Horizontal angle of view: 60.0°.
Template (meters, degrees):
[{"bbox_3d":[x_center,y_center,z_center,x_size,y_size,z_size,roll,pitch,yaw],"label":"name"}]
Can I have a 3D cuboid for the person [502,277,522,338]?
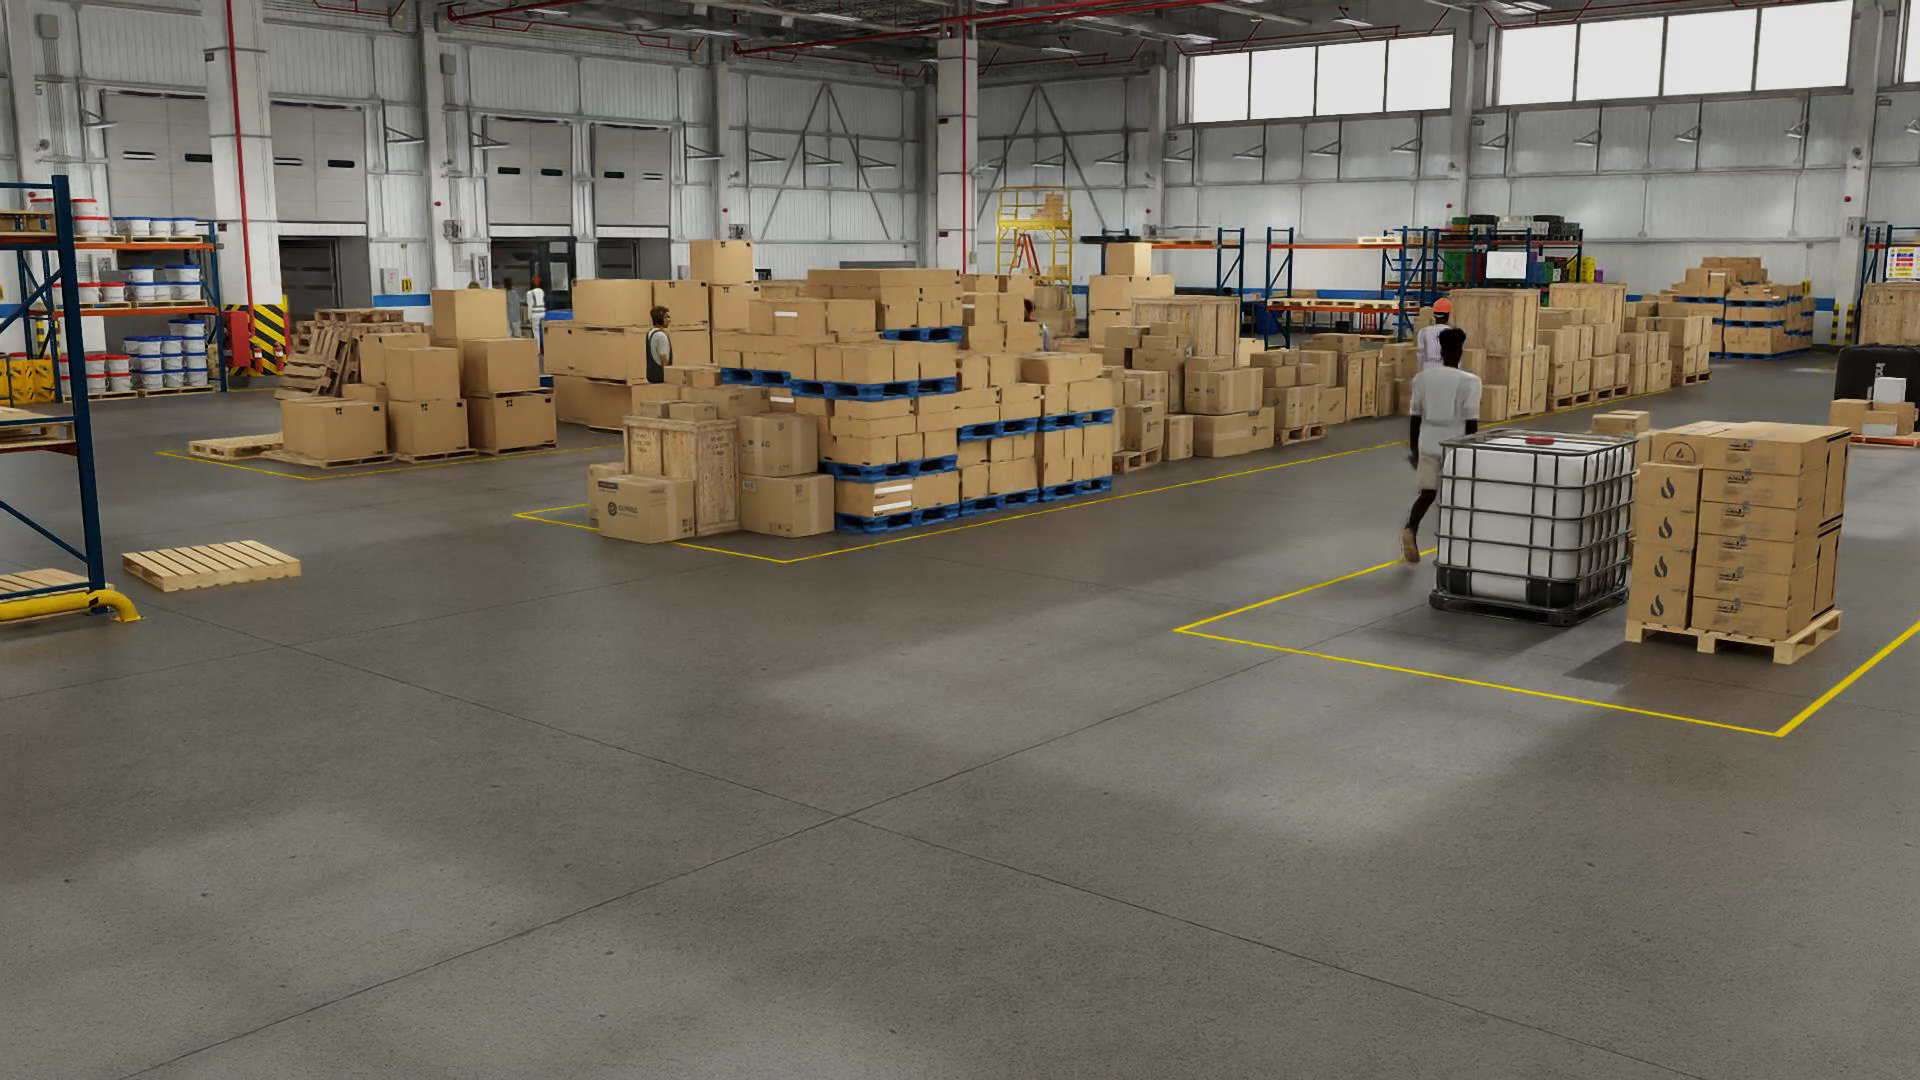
[{"bbox_3d":[-9.808,-4.708,35.951,0.921,1.901,0.661,0,10,2],"label":"person"}]

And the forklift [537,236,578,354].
[{"bbox_3d":[-9.433,-5.765,39.215,1.873,2.768,1.129,8,13,40],"label":"forklift"}]

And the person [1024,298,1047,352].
[{"bbox_3d":[0.928,-2.228,21.892,0.606,1.897,0.615,9,13,42],"label":"person"}]

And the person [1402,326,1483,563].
[{"bbox_3d":[3.847,-0.743,13.322,0.603,1.941,0.797,8,13,38],"label":"person"}]

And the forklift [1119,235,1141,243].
[{"bbox_3d":[3.847,-5.561,38.057,1.873,2.768,1.129,2,10,14],"label":"forklift"}]

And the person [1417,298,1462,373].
[{"bbox_3d":[5.889,-1.998,20.449,0.545,1.938,0.357,6,12,31],"label":"person"}]

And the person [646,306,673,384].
[{"bbox_3d":[-3.672,-1.952,20.453,0.342,1.846,0.509,-6,12,-31],"label":"person"}]

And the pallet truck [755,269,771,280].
[{"bbox_3d":[-4.996,-6.432,45.525,1.885,1.965,0.823,-6,12,-32],"label":"pallet truck"}]

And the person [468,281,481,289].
[{"bbox_3d":[-9.268,-3.994,31.868,0.628,1.911,0.790,-3,10,-18],"label":"person"}]

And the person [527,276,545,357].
[{"bbox_3d":[-9.907,-5.240,39.063,0.354,1.883,0.573,10,14,44],"label":"person"}]
